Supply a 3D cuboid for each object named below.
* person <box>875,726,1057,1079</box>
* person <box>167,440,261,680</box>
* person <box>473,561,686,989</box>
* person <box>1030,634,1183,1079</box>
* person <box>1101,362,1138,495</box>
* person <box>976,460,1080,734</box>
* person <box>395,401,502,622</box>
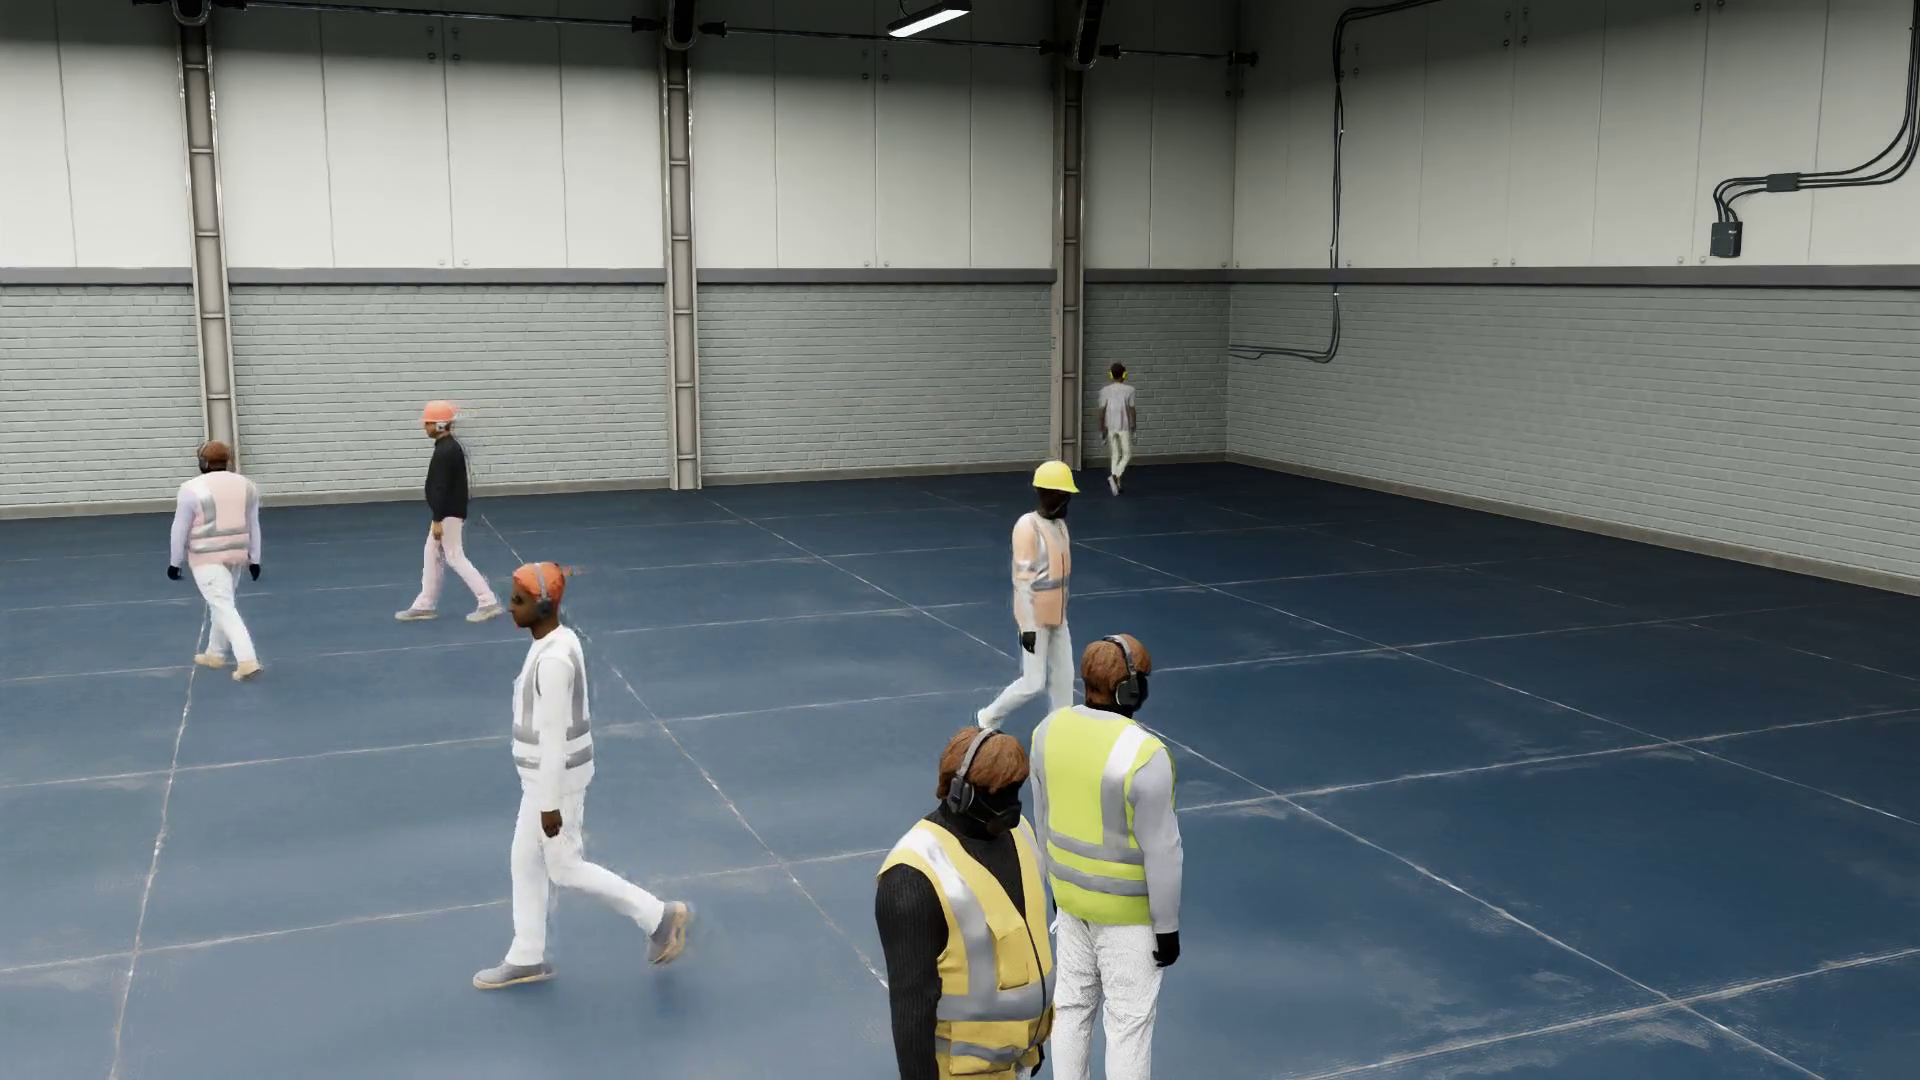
[{"bbox_3d":[0.046,1.404,4.545,0.429,1.838,0.622,6,11,32],"label":"person"},{"bbox_3d":[-5.587,0.146,12.586,0.957,1.802,0.633,5,10,28],"label":"person"},{"bbox_3d":[-1.640,0.999,7.056,0.826,1.858,0.577,-2,9,-15],"label":"person"},{"bbox_3d":[0.521,1.225,5.654,0.429,1.844,0.626,-8,12,-40],"label":"person"},{"bbox_3d":[2.174,-1.516,22.830,0.536,1.853,0.558,4,10,25],"label":"person"},{"bbox_3d":[0.489,0.456,10.257,0.733,1.907,0.629,6,11,32],"label":"person"},{"bbox_3d":[-4.489,-0.247,14.548,0.923,1.959,0.633,-2,9,-11],"label":"person"}]
